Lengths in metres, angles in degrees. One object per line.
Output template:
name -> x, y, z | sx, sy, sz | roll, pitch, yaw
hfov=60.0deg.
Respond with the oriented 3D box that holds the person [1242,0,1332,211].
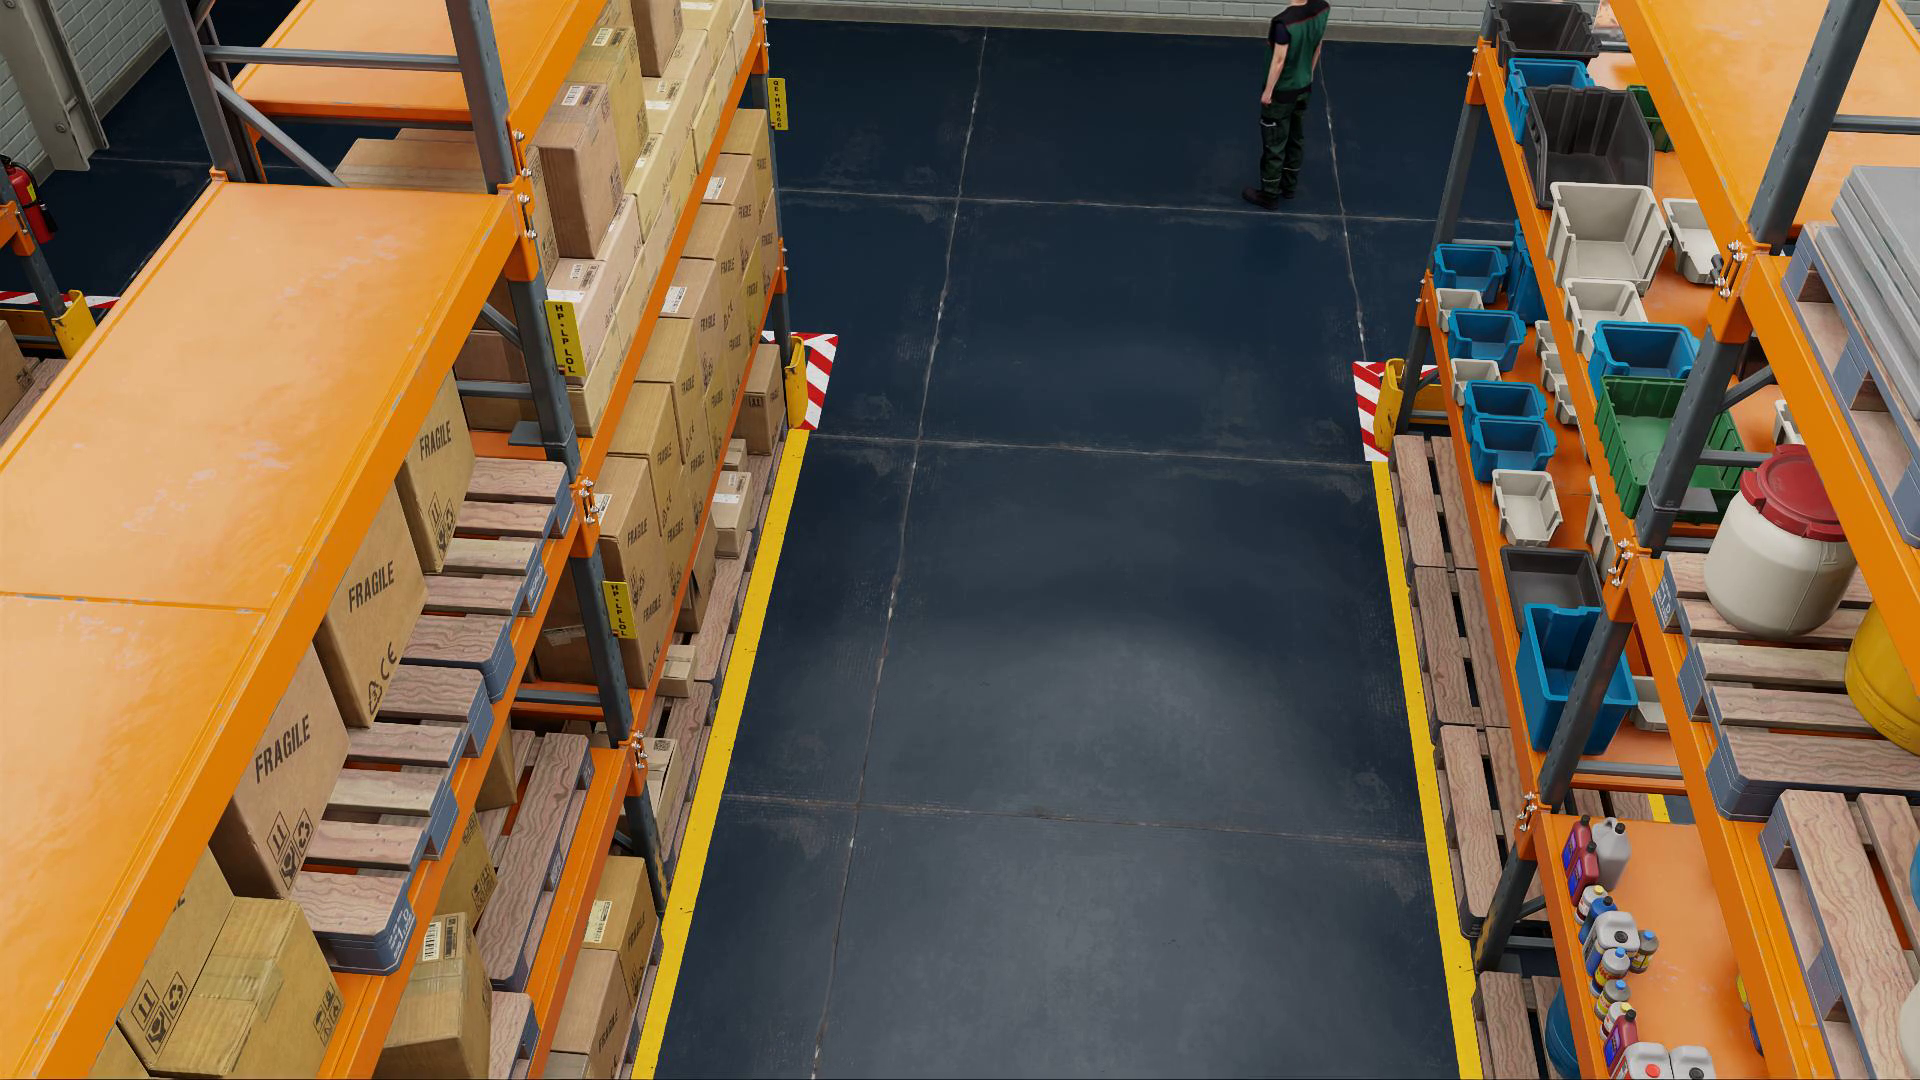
person -> 2.461, -3.392, 12.450 | 0.748, 1.901, 0.814 | -31, 51, -29
